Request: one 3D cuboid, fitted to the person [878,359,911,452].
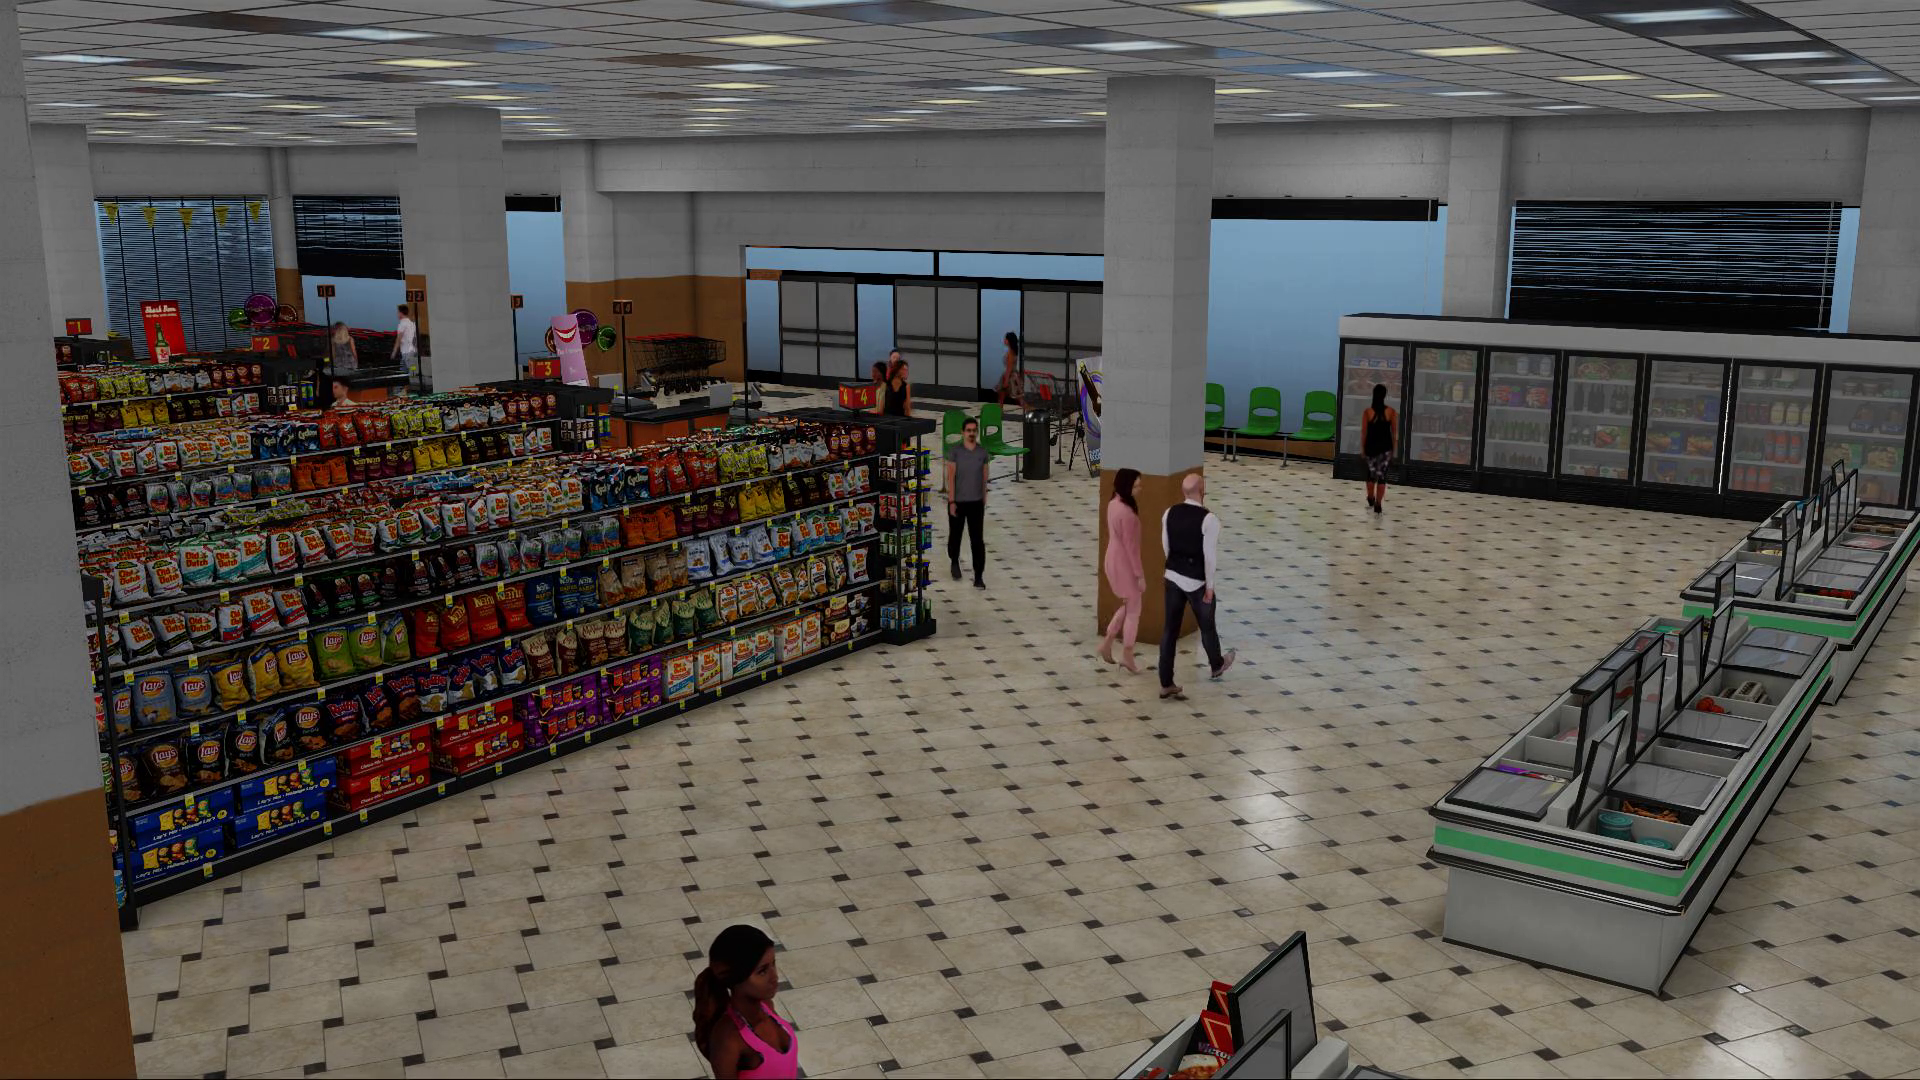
[{"bbox_3d":[-0.864,-1.488,22.212,0.793,1.808,0.852,0,12,-1],"label":"person"}]

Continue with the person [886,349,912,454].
[{"bbox_3d":[-0.970,-1.984,24.791,0.792,1.717,0.850,-3,12,-15],"label":"person"}]

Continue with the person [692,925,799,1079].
[{"bbox_3d":[-0.699,2.077,5.490,0.684,1.723,0.588,3,12,15],"label":"person"}]

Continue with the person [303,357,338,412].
[{"bbox_3d":[-9.218,-1.796,24.008,0.709,1.671,0.845,-7,14,-32],"label":"person"}]

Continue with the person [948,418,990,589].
[{"bbox_3d":[0.038,-0.389,17.221,1.118,1.714,1.184,-2,12,-10],"label":"person"}]

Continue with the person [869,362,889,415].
[{"bbox_3d":[-1.056,-1.505,22.325,0.591,1.795,0.537,10,15,38],"label":"person"}]

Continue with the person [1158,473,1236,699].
[{"bbox_3d":[1.775,0.400,13.321,0.685,1.778,1.164,8,14,35],"label":"person"}]

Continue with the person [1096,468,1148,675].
[{"bbox_3d":[1.318,0.283,13.872,0.840,1.779,0.791,-5,13,-24],"label":"person"}]

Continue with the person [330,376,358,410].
[{"bbox_3d":[-7.339,-1.072,20.129,0.713,1.852,0.878,6,13,27],"label":"person"}]

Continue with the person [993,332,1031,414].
[{"bbox_3d":[0.971,-2.722,28.575,1.064,1.603,1.130,1,12,3],"label":"person"}]

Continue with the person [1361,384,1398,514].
[{"bbox_3d":[5.267,-1.112,20.894,0.863,1.616,1.192,3,12,13],"label":"person"}]

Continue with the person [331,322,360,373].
[{"bbox_3d":[-11.143,-3.075,30.080,0.824,1.672,0.893,1,12,3],"label":"person"}]
